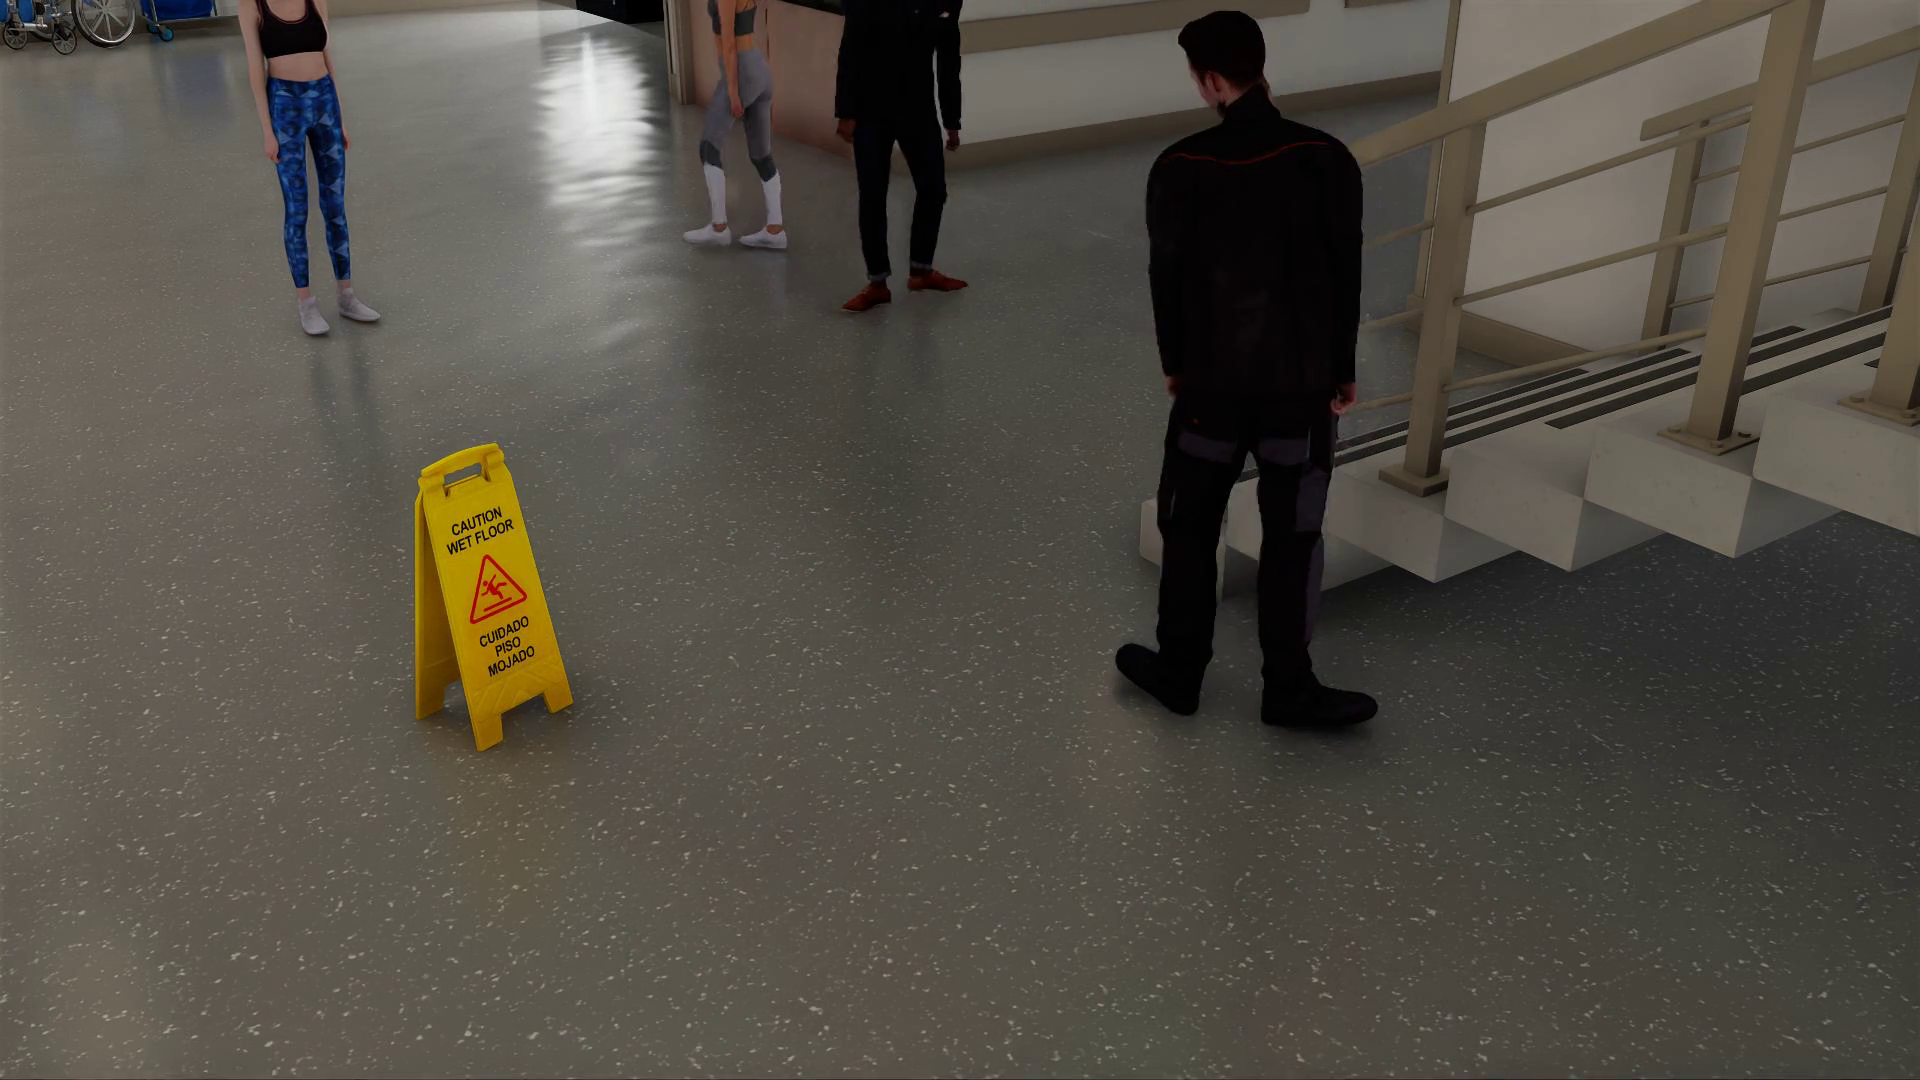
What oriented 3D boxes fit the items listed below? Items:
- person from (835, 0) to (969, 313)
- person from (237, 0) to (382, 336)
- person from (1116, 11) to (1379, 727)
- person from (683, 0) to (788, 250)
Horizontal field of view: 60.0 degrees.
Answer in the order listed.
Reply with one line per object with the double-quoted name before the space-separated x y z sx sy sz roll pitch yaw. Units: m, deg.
"person" -0.343 -1.939 7.643 0.882 1.787 0.722 -2 26 -4
"person" -2.922 -1.829 7.417 0.651 1.785 0.622 22 33 37
"person" 0.818 -0.373 4.294 0.804 1.876 1.008 18 31 33
"person" -1.035 -2.322 8.553 0.883 1.687 0.792 10 27 19
